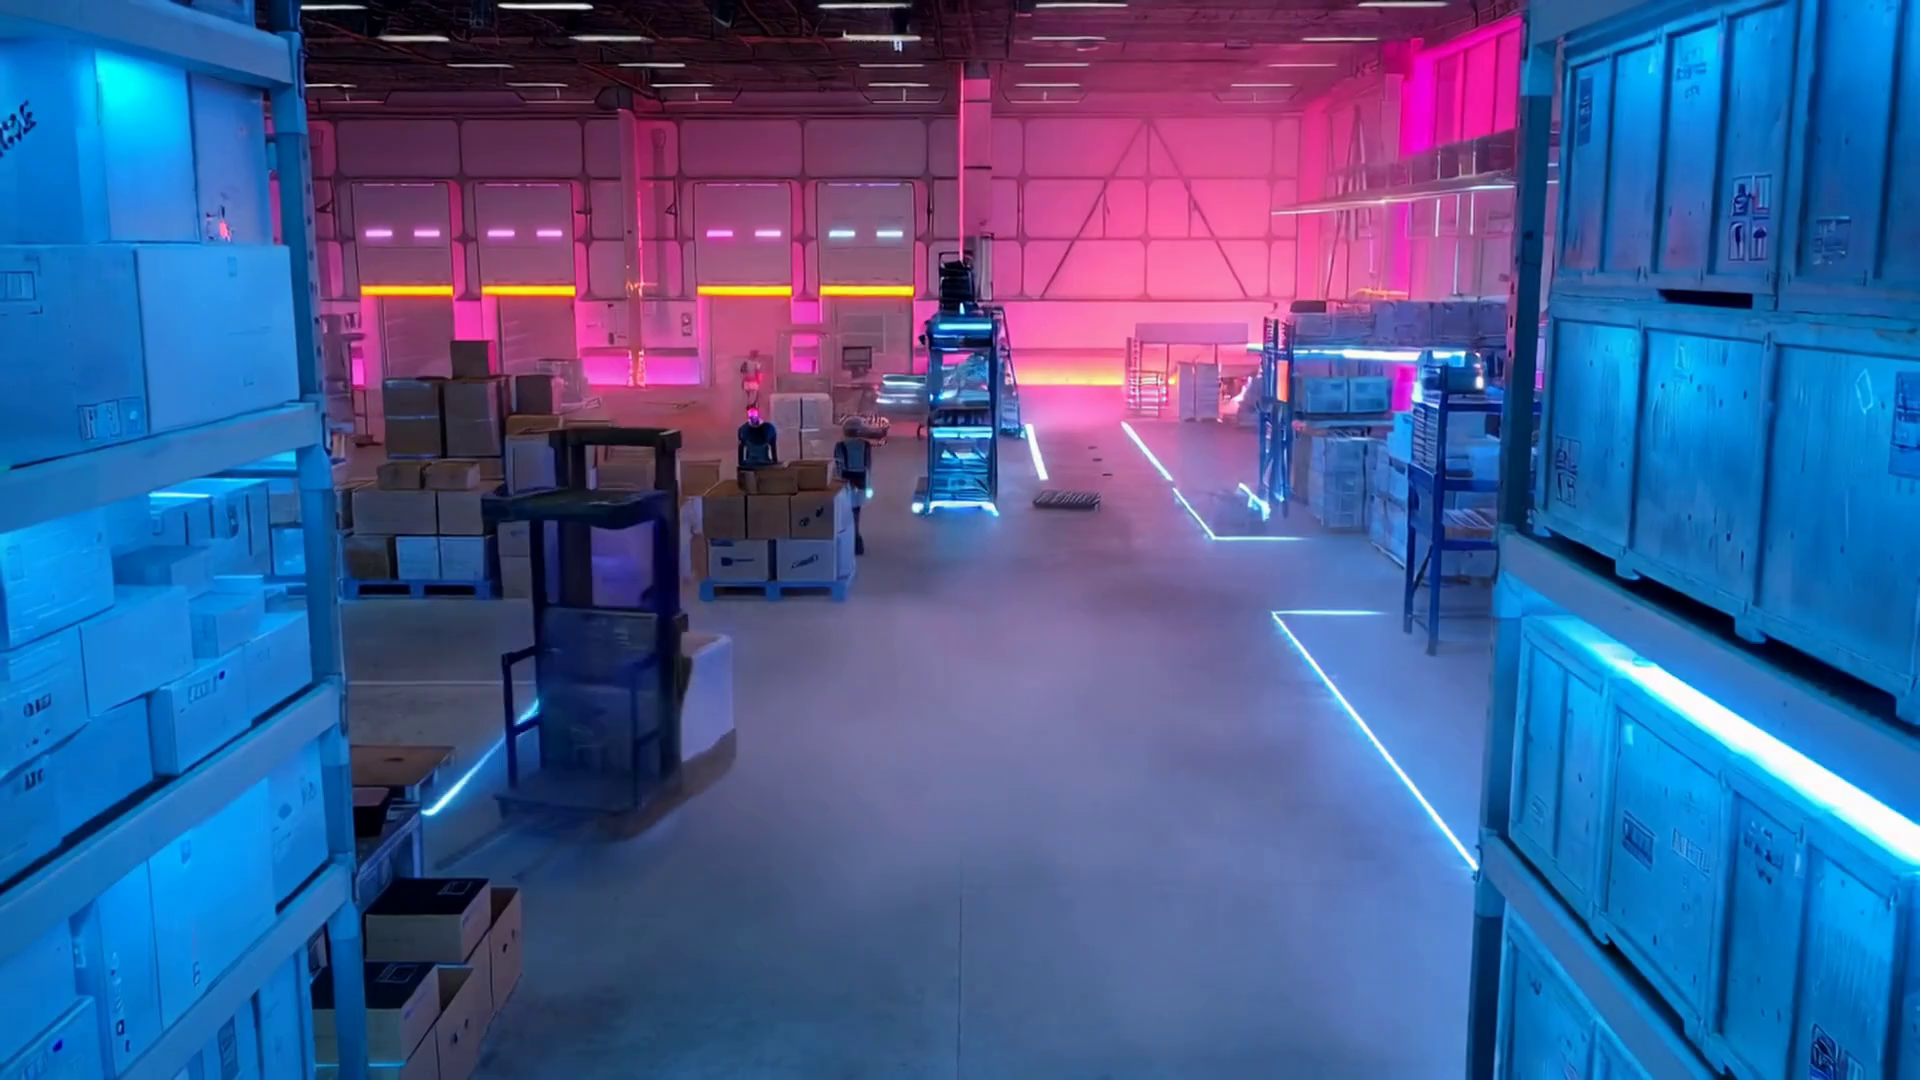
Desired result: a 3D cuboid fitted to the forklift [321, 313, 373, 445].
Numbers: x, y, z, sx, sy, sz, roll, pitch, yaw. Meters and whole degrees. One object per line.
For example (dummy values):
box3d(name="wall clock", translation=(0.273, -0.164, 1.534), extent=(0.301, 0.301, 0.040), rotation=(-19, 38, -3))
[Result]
box3d(name="forklift", translation=(-13.638, -3.434, 35.516), extent=(1.873, 2.768, 1.129), rotation=(8, 13, 39))

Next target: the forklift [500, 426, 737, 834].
box3d(name="forklift", translation=(-2.544, 0.545, 12.557), extent=(1.129, 2.768, 1.873), rotation=(3, 10, 16))

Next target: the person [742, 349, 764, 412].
box3d(name="person", translation=(-5.329, -4.072, 42.740), extent=(0.568, 1.646, 0.602), rotation=(2, 10, 13))

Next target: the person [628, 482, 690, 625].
box3d(name="person", translation=(-3.338, 0.137, 18.381), extent=(0.570, 1.685, 0.540), rotation=(-3, 10, -15))

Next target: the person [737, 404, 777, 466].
box3d(name="person", translation=(-2.971, -1.028, 24.403), extent=(0.629, 1.929, 0.362), rotation=(3, 10, 17))

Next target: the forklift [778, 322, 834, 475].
box3d(name="forklift", translation=(-2.909, -2.674, 31.130), extent=(1.129, 2.768, 1.873), rotation=(-1, 10, -5))

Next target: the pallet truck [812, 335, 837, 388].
box3d(name="pallet truck", translation=(-3.021, -4.312, 43.126), extent=(1.885, 1.965, 0.823), rotation=(3, 10, 17))

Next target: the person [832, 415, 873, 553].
box3d(name="person", translation=(-1.475, -0.759, 22.999), extent=(0.559, 1.918, 0.867), rotation=(-5, 11, -26))
